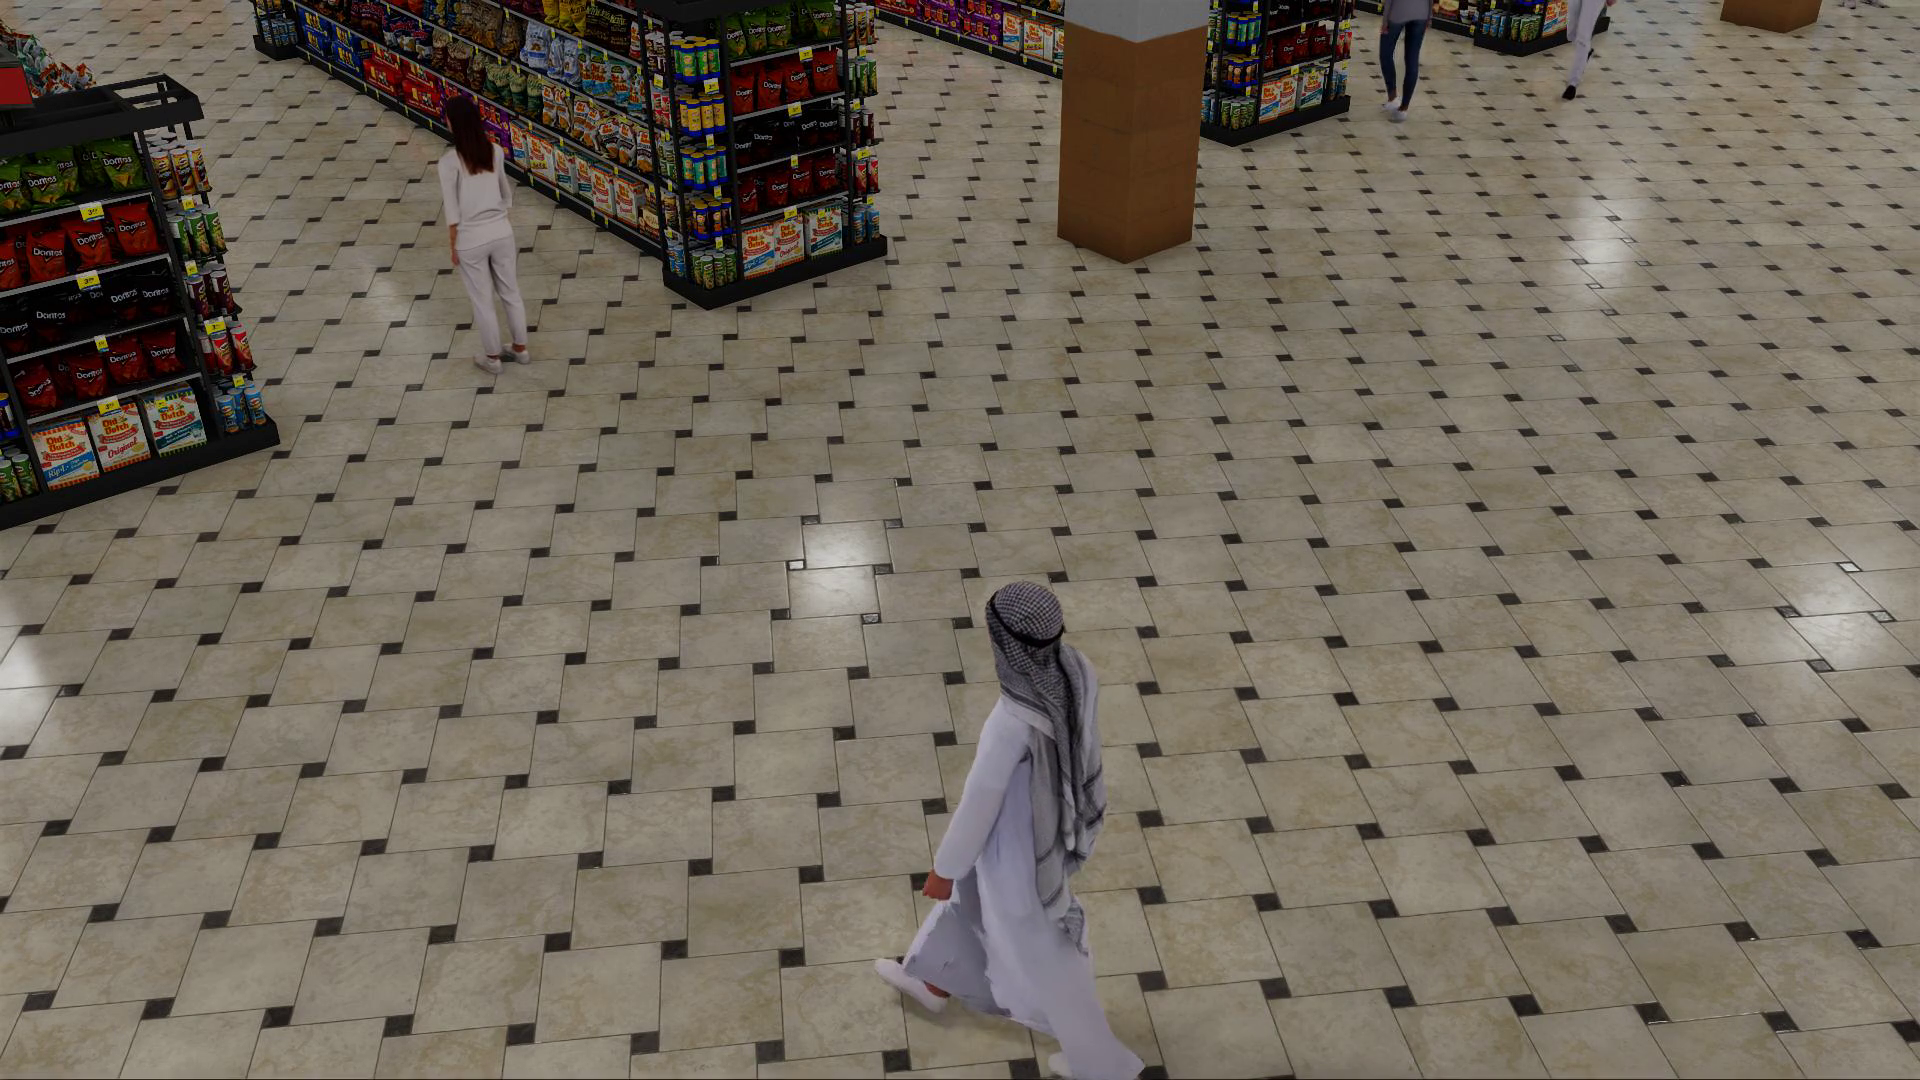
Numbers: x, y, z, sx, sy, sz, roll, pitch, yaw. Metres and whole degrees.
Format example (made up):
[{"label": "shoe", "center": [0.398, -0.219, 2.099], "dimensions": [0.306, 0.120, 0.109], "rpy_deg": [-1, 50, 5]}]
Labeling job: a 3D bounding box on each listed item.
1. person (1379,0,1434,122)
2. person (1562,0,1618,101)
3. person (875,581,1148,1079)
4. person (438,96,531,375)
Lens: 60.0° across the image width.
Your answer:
[{"label": "person", "center": [3.791, -4.384, 14.024], "dimensions": [0.766, 1.732, 0.803], "rpy_deg": [-1, 32, -2]}, {"label": "person", "center": [5.607, -4.883, 14.746], "dimensions": [1.096, 1.818, 0.878], "rpy_deg": [22, 38, 31]}, {"label": "person", "center": [0.292, 1.013, 5.214], "dimensions": [1.364, 1.877, 1.080], "rpy_deg": [13, 34, 20]}, {"label": "person", "center": [-2.846, -1.813, 9.935], "dimensions": [0.581, 1.688, 0.624], "rpy_deg": [24, 39, 33]}]
